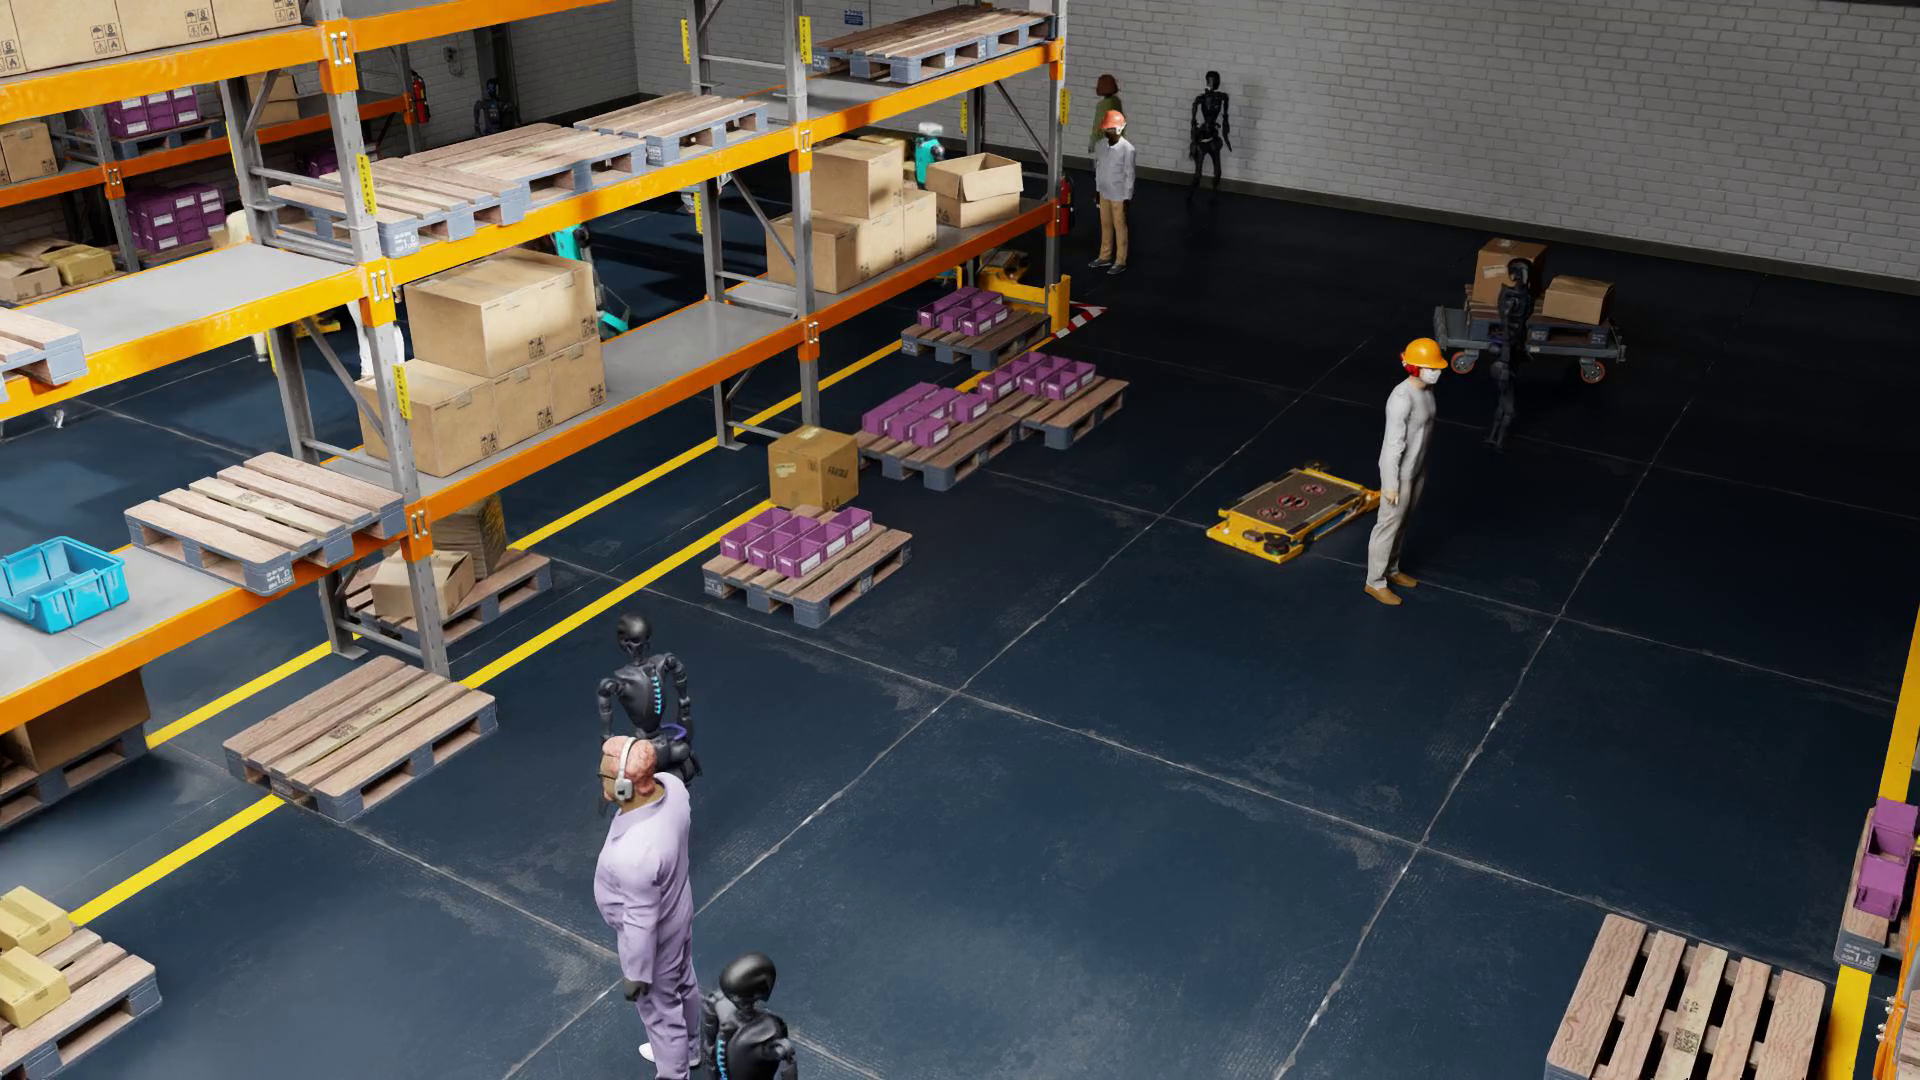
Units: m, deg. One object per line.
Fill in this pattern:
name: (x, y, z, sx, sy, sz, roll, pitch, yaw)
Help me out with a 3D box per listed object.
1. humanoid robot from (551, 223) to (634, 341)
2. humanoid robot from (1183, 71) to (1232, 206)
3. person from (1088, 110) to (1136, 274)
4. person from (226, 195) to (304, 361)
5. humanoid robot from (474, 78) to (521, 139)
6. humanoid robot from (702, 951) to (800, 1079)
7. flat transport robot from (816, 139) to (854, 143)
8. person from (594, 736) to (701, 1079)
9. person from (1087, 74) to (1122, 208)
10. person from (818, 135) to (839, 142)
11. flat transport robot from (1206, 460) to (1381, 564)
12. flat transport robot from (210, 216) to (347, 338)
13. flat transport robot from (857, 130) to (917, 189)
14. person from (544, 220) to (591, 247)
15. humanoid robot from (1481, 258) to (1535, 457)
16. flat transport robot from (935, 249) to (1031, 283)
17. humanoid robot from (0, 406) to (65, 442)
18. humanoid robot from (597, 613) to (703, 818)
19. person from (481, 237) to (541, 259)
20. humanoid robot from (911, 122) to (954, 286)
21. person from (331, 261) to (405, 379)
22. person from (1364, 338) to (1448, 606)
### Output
humanoid robot: (-3.208, -2.163, 14.913, 0.744, 1.848, 0.531, -24, 35, -39)
humanoid robot: (3.026, -4.904, 20.316, 0.603, 1.643, 0.391, -13, 30, -24)
person: (1.639, -3.762, 17.970, 0.341, 1.748, 0.572, -17, 32, -30)
person: (-6.571, -2.585, 15.719, 0.573, 1.702, 0.877, -3, 27, -6)
humanoid robot: (-5.576, -4.805, 20.179, 0.603, 1.617, 0.759, -2, 27, -4)
humanoid robot: (-0.817, 2.253, 6.263, 0.589, 1.648, 0.754, 22, 34, 36)
flat transport robot: (-1.374, -5.111, 22.268, 0.659, 0.231, 1.431, -14, 30, -26)
person: (-1.343, 1.658, 7.124, 0.405, 1.910, 0.639, 2, 27, 5)
person: (1.735, -4.837, 20.240, 0.513, 1.616, 0.501, 14, 30, 26)
person: (-1.200, -3.315, 17.014, 0.729, 1.819, 0.656, 16, 31, 28)
flat transport robot: (2.559, -0.223, 12.637, 0.659, 0.231, 1.431, 23, 35, 38)
flat transport robot: (-6.783, -2.340, 16.809, 0.659, 0.231, 1.431, -16, 31, -29)
flat transport robot: (-0.836, -3.908, 19.899, 1.431, 0.231, 0.659, 22, 34, 36)
person: (-3.936, -3.148, 16.588, 0.519, 1.902, 0.562, -16, 31, -28)
humanoid robot: (4.536, -1.512, 13.621, 0.385, 1.653, 0.592, 15, 30, 26)
flat transport robot: (0.002, -2.999, 18.108, 1.431, 0.231, 0.659, 8, 28, 14)
humanoid robot: (-8.000, -1.624, 13.837, 0.548, 1.824, 0.881, 23, 35, 38)
humanoid robot: (-1.532, 1.155, 8.369, 0.481, 1.637, 0.614, 21, 34, 36)
person: (-4.173, -2.515, 15.465, 0.539, 1.791, 0.979, 2, 27, 4)
humanoid robot: (-0.142, -3.532, 17.547, 0.686, 1.793, 0.551, -16, 31, -28)
person: (-5.265, -2.271, 14.833, 0.628, 1.936, 0.369, 2, 27, 4)
person: (3.053, -0.482, 11.354, 0.374, 1.893, 0.581, 18, 32, 31)
